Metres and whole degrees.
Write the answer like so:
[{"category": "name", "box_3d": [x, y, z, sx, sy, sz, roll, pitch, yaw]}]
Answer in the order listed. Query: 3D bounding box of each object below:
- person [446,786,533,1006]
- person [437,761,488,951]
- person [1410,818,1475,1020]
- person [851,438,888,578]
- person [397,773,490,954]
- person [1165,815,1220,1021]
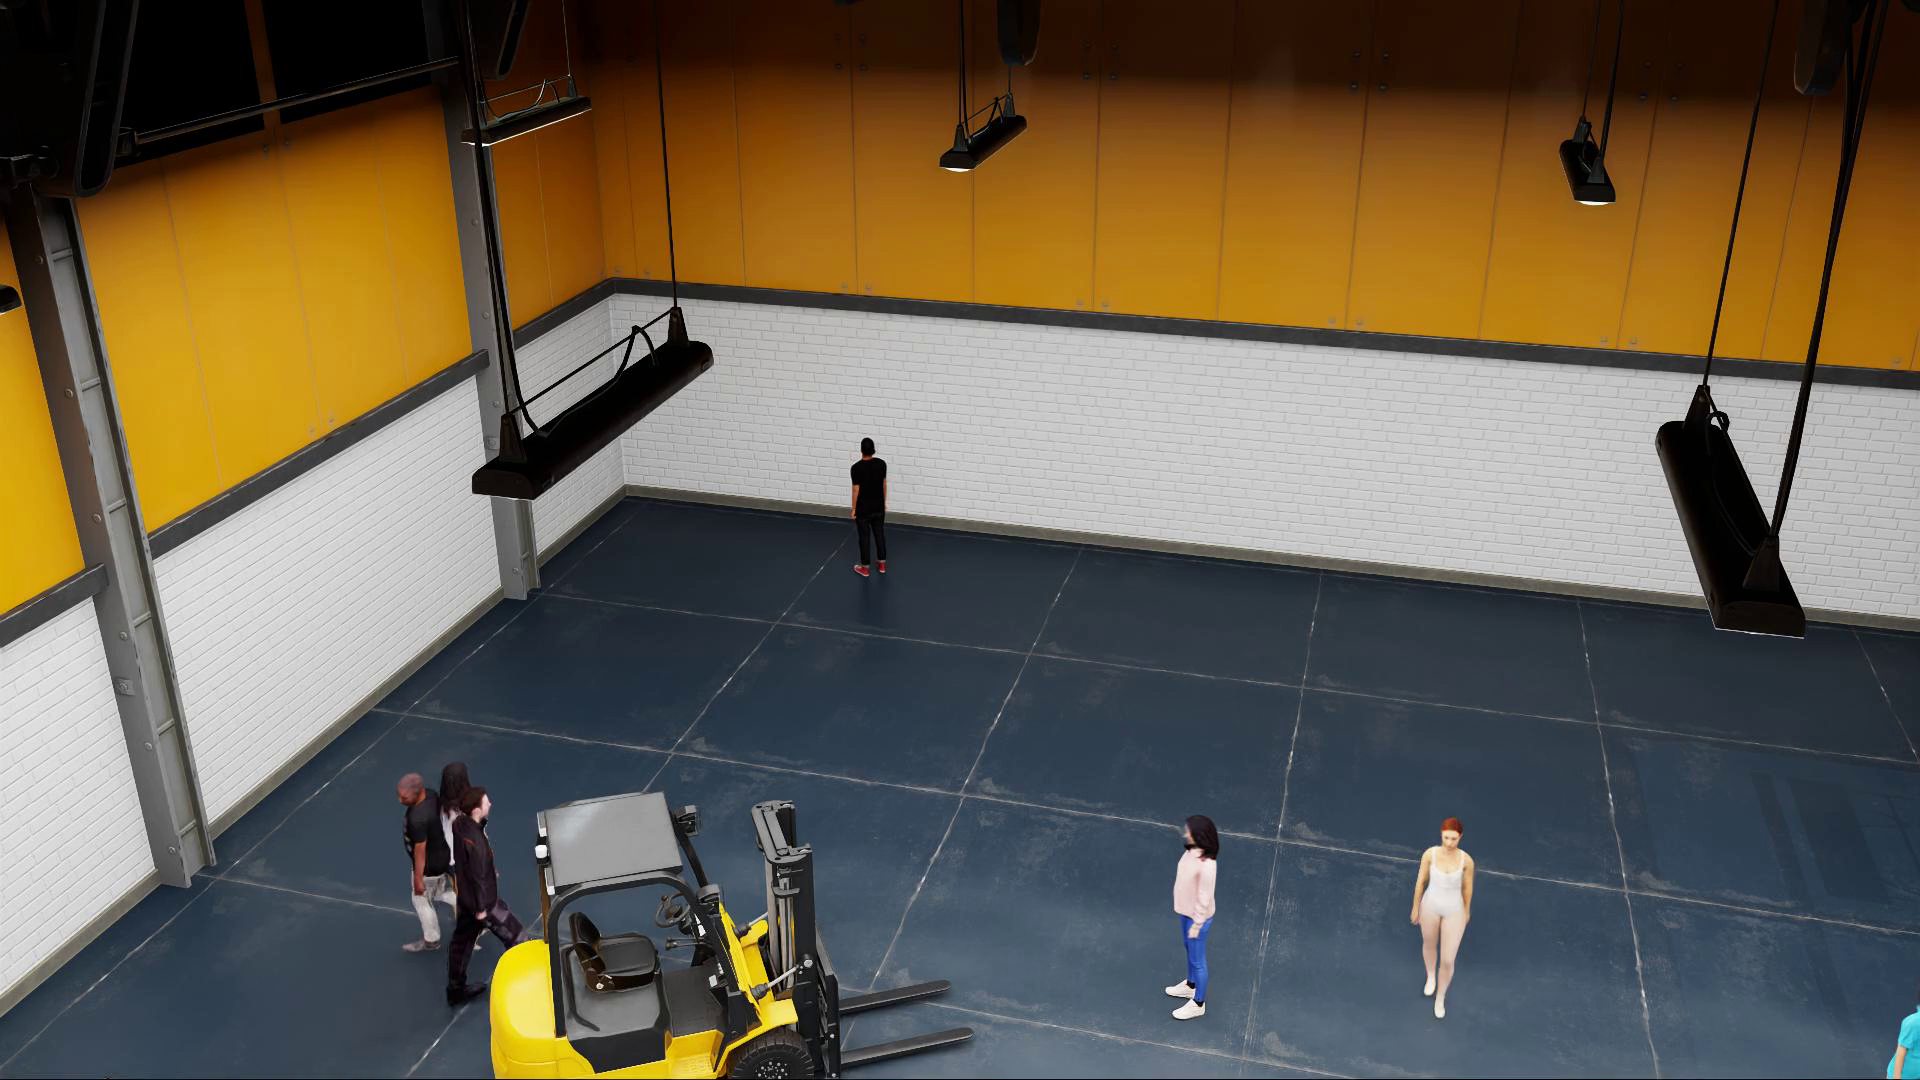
[{"category": "person", "box_3d": [-3.768, 2.777, 12.764, 1.297, 1.860, 1.150, -18, 29, -35]}, {"category": "person", "box_3d": [-4.016, 2.608, 13.327, 0.680, 1.718, 0.736, 2, 24, 4]}, {"category": "person", "box_3d": [3.756, 2.835, 12.920, 0.632, 1.627, 0.758, 10, 25, 21]}, {"category": "person", "box_3d": [-1.096, -0.414, 20.189, 0.725, 1.758, 0.778, -12, 26, -25]}, {"category": "person", "box_3d": [-4.153, 2.604, 13.281, 0.994, 1.762, 1.069, 0, 24, 0]}, {"category": "person", "box_3d": [1.807, 2.853, 12.706, 0.769, 1.766, 0.599, -1, 24, -3]}]
